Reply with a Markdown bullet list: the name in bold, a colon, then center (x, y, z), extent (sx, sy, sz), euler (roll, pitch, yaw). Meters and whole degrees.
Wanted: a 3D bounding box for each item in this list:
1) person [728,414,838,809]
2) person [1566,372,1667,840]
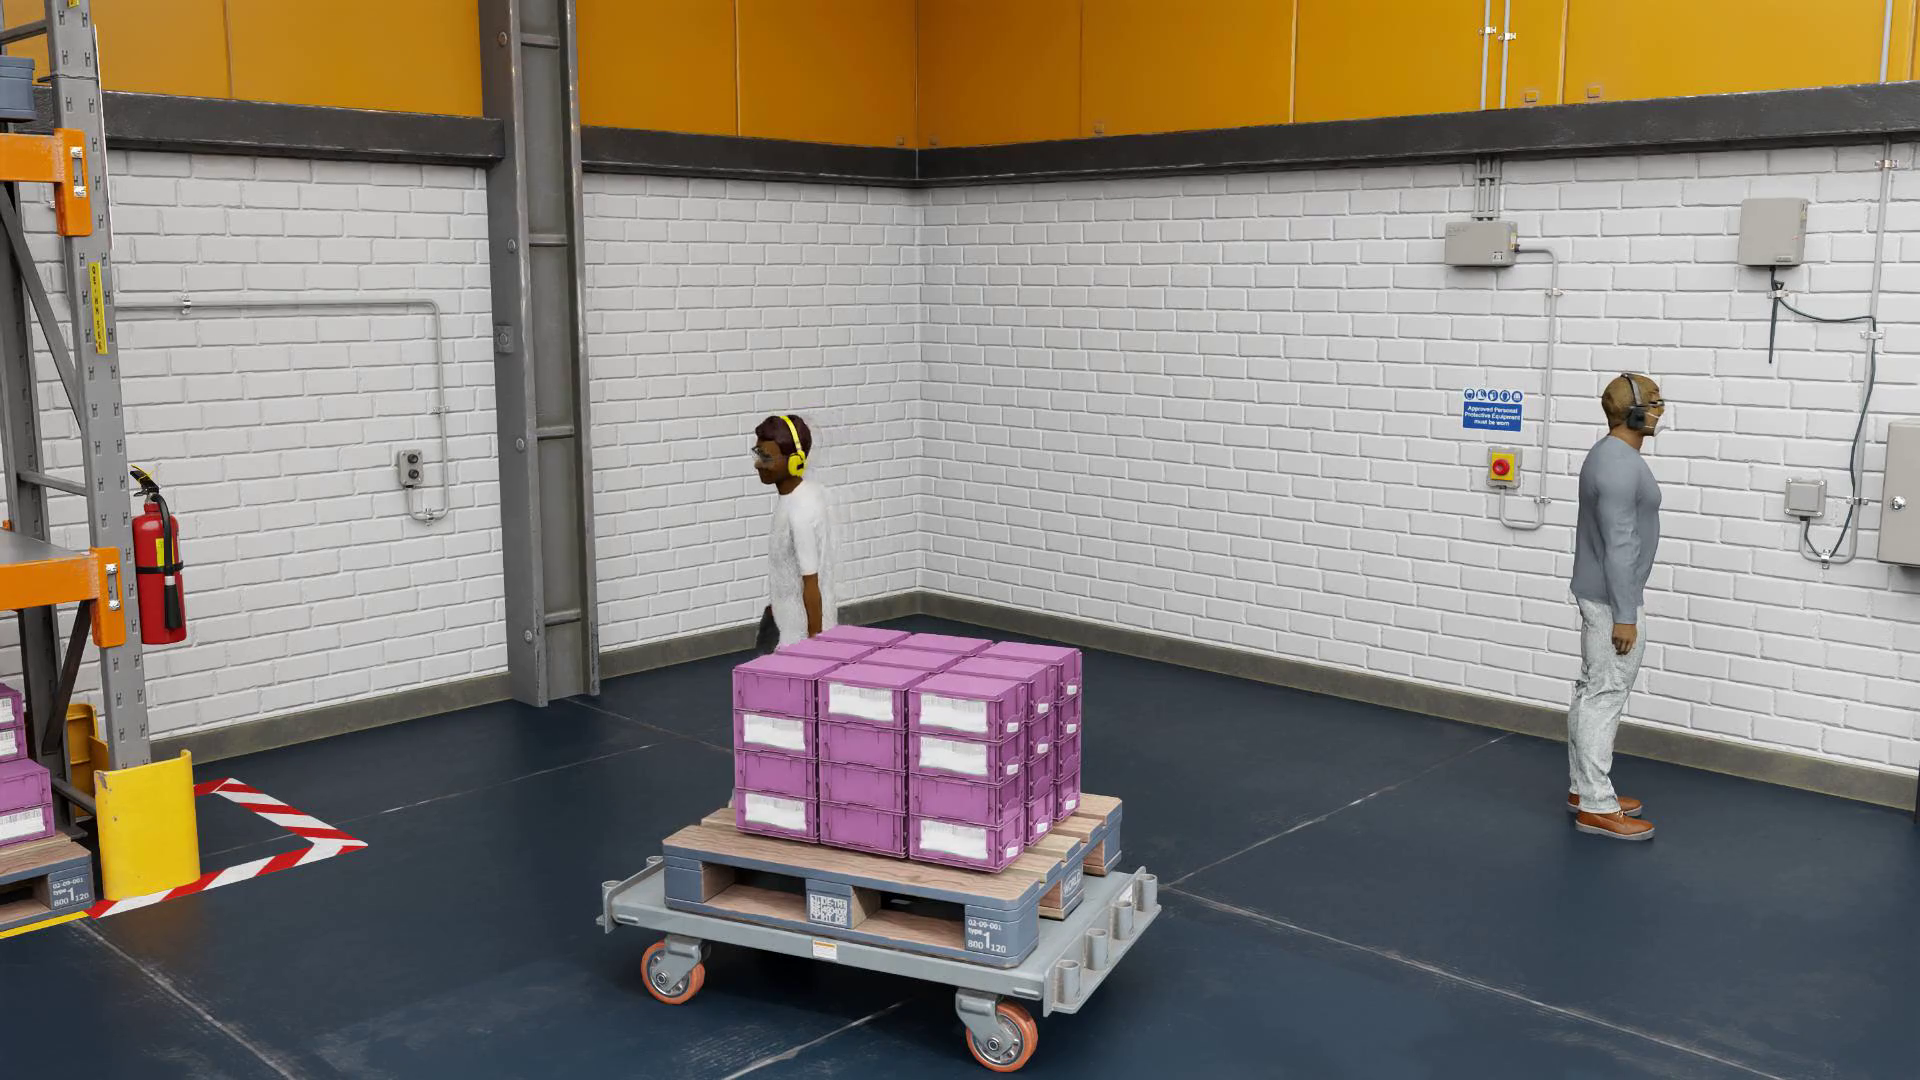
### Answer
- **person**: center (-0.608, 0.379, 6.717), extent (1.010, 1.806, 0.558), euler (0, 9, 2)
- **person**: center (2.760, 0.267, 6.991), extent (0.372, 1.940, 0.630), euler (3, 10, 15)
